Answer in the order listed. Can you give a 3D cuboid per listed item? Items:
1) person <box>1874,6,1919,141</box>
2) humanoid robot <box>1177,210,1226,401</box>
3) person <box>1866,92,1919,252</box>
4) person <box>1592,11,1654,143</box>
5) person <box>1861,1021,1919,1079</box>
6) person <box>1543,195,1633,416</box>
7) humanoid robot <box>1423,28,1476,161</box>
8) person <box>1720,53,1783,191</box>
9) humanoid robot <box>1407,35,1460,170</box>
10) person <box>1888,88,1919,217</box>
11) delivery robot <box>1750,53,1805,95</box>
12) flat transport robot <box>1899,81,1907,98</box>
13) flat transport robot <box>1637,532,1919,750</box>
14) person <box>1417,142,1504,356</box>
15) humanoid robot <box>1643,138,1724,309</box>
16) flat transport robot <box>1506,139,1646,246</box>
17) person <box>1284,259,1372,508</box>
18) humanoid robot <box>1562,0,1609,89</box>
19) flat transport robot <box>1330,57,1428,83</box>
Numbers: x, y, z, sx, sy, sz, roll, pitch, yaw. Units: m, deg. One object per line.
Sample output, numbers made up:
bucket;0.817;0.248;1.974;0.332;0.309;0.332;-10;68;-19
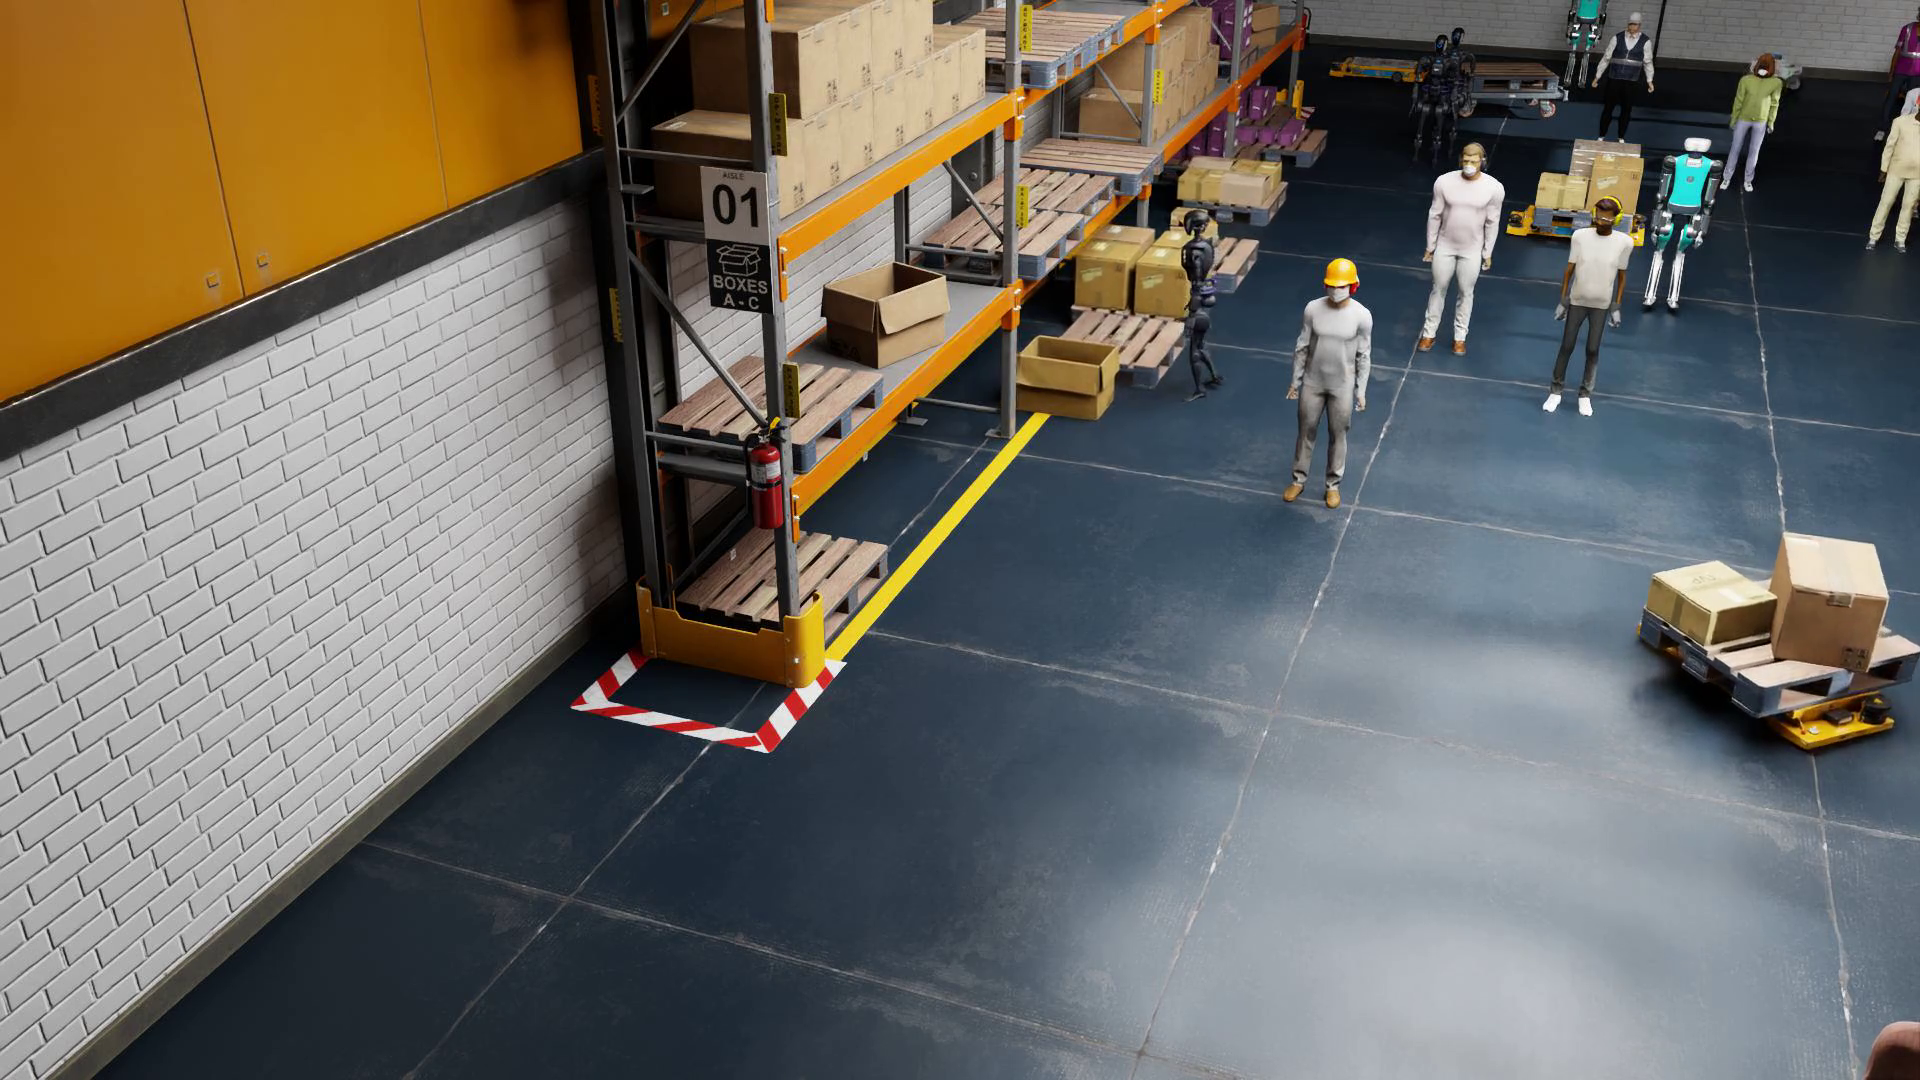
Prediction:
person;12.632;-6.227;22.107;0.514;1.847;0.336;10;29;19
humanoid robot;2.078;-1.991;14.082;0.452;1.648;0.616;5;28;10
person;10.161;-3.964;17.817;0.562;1.752;0.325;10;29;19
person;8.710;-6.031;21.821;0.763;1.759;0.432;10;29;19
person;3.249;2.214;5.586;0.610;1.984;0.390;10;29;19
person;5.215;-1.937;13.770;0.518;1.865;0.328;10;29;19
humanoid robot;6.268;-5.695;21.245;0.599;1.657;0.315;10;29;19
person;9.528;-5.023;20.001;0.498;1.633;0.279;10;29;19
humanoid robot;5.943;-5.480;20.829;0.599;1.657;0.315;10;29;19
person;10.982;-4.574;19.000;0.562;1.752;0.325;10;29;19
delivery robot;12.288;-7.008;25.046;0.499;0.606;0.809;-15;31;-26
flat transport robot;14.401;-6.456;24.274;0.659;0.231;1.431;-9;29;-18
flat transport robot;4.923;0.788;10.221;0.659;0.231;1.431;-9;29;-18
person;4.510;-2.624;15.021;0.626;1.940;0.372;10;29;19
humanoid robot;6.915;-3.079;15.974;0.533;1.677;0.735;10;29;19
flat transport robot;6.884;-3.517;18.573;1.431;0.231;0.659;10;29;19
person;2.710;-1.151;12.211;0.572;1.897;0.360;10;29;19
humanoid robot;9.299;-7.593;24.731;0.533;1.677;0.735;10;29;19
flat transport robot;6.564;-7.361;26.030;1.431;0.231;0.659;10;29;19
